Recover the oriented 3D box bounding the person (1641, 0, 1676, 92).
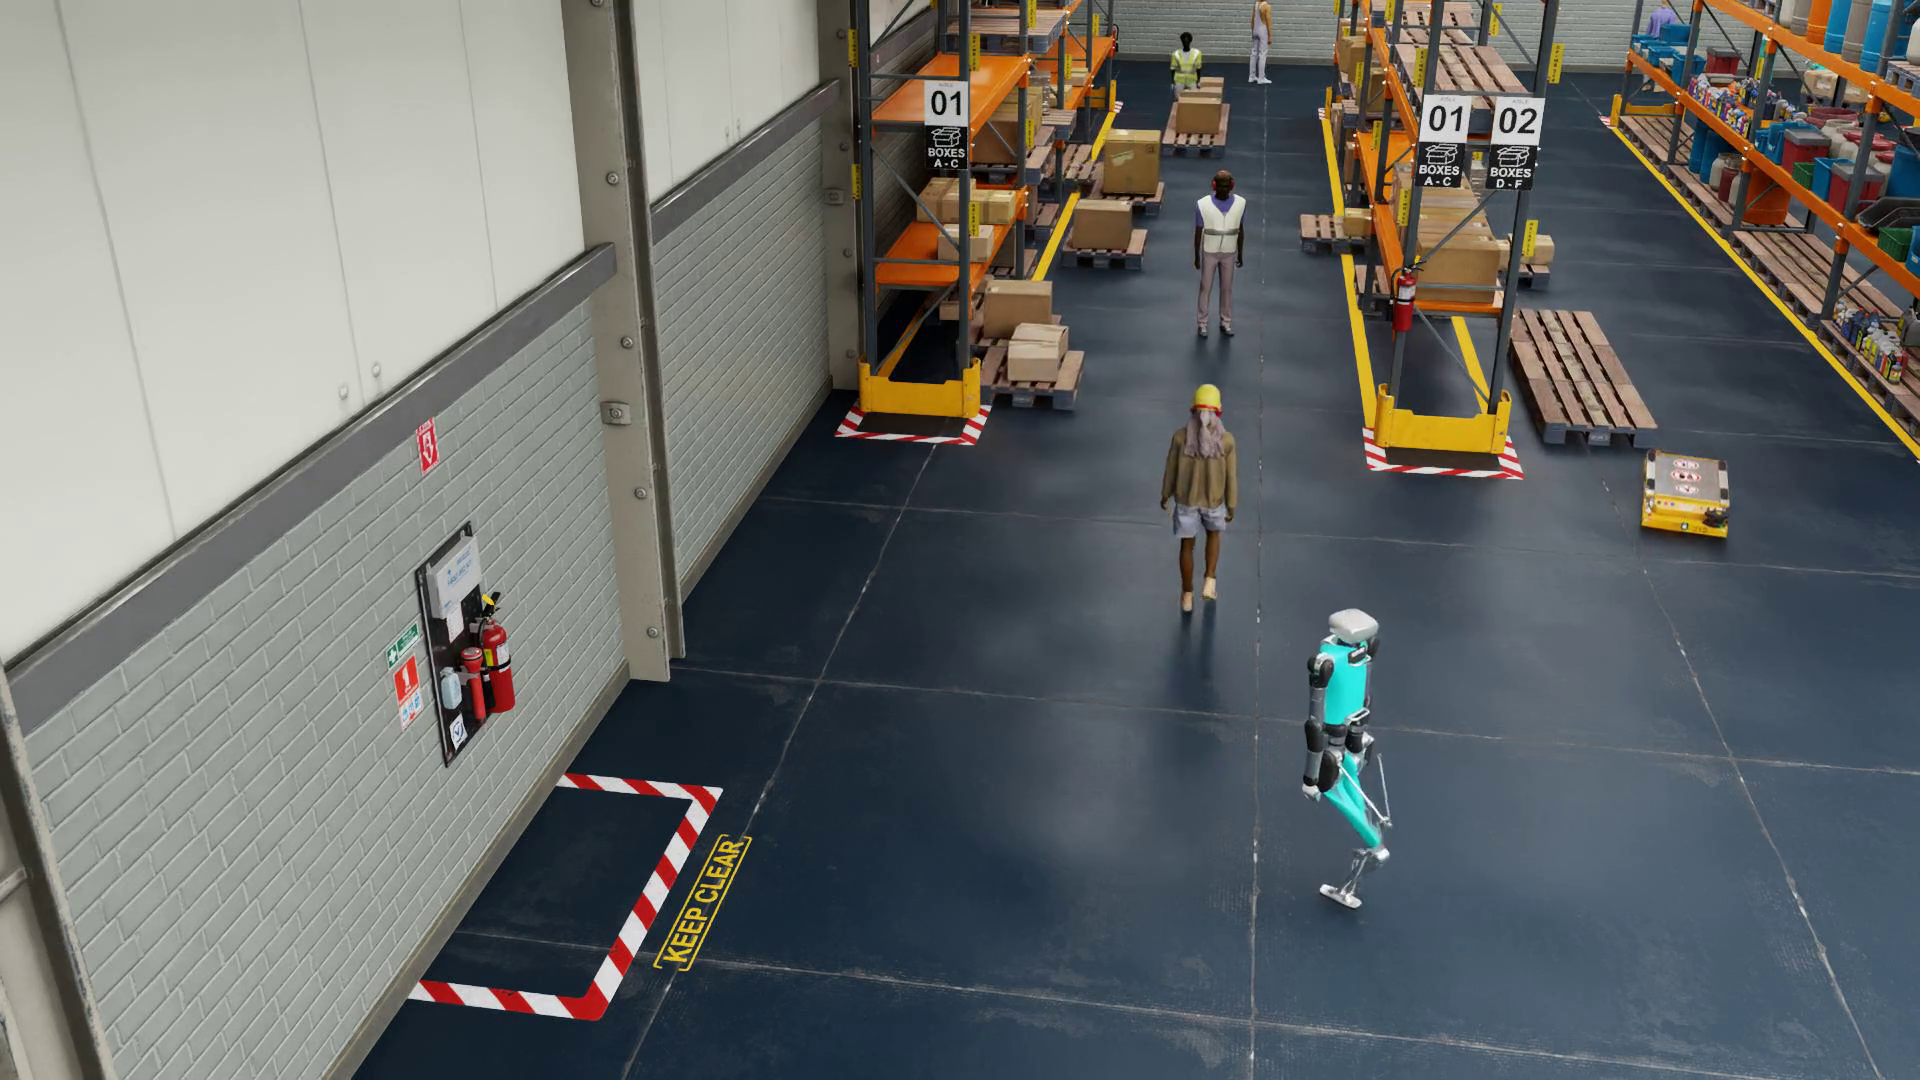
[{"bbox_3d":[13.454,-9.557,32.004,0.383,1.797,0.604,-20,32,-37],"label":"person"}]

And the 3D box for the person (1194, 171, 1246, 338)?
[{"bbox_3d":[2.823,-3.138,18.227,0.558,1.837,0.393,-4,25,-9],"label":"person"}]

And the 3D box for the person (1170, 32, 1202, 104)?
[{"bbox_3d":[3.843,-7.806,28.392,0.547,1.677,0.387,2,25,4],"label":"person"}]

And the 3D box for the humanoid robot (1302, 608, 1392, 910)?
[{"bbox_3d":[2.170,1.311,8.931,0.546,1.887,0.730,-22,33,-39],"label":"humanoid robot"}]

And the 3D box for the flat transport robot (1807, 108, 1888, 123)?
[{"bbox_3d":[15.630,-7.486,29.380,1.431,0.231,0.659,-11,27,-23],"label":"flat transport robot"}]

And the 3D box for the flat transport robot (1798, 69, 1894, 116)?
[{"bbox_3d":[15.781,-7.606,29.637,1.431,0.231,0.659,-12,27,-23],"label":"flat transport robot"}]

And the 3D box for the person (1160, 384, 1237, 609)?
[{"bbox_3d":[1.759,-0.307,12.268,0.546,1.752,0.457,2,25,4],"label":"person"}]

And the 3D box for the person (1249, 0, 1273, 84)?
[{"bbox_3d":[5.985,-9.984,32.844,0.381,1.861,0.534,-15,29,-29],"label":"person"}]

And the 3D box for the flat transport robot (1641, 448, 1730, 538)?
[{"bbox_3d":[6.210,-0.416,14.249,0.659,0.231,1.431,9,27,19],"label":"flat transport robot"}]

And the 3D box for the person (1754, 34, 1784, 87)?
[{"bbox_3d":[15.836,-9.761,32.481,0.326,1.766,0.532,-22,33,-38],"label":"person"}]

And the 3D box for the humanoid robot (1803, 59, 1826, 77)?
[{"bbox_3d":[16.036,-9.025,30.960,0.680,1.822,0.537,-2,25,-4],"label":"humanoid robot"}]
